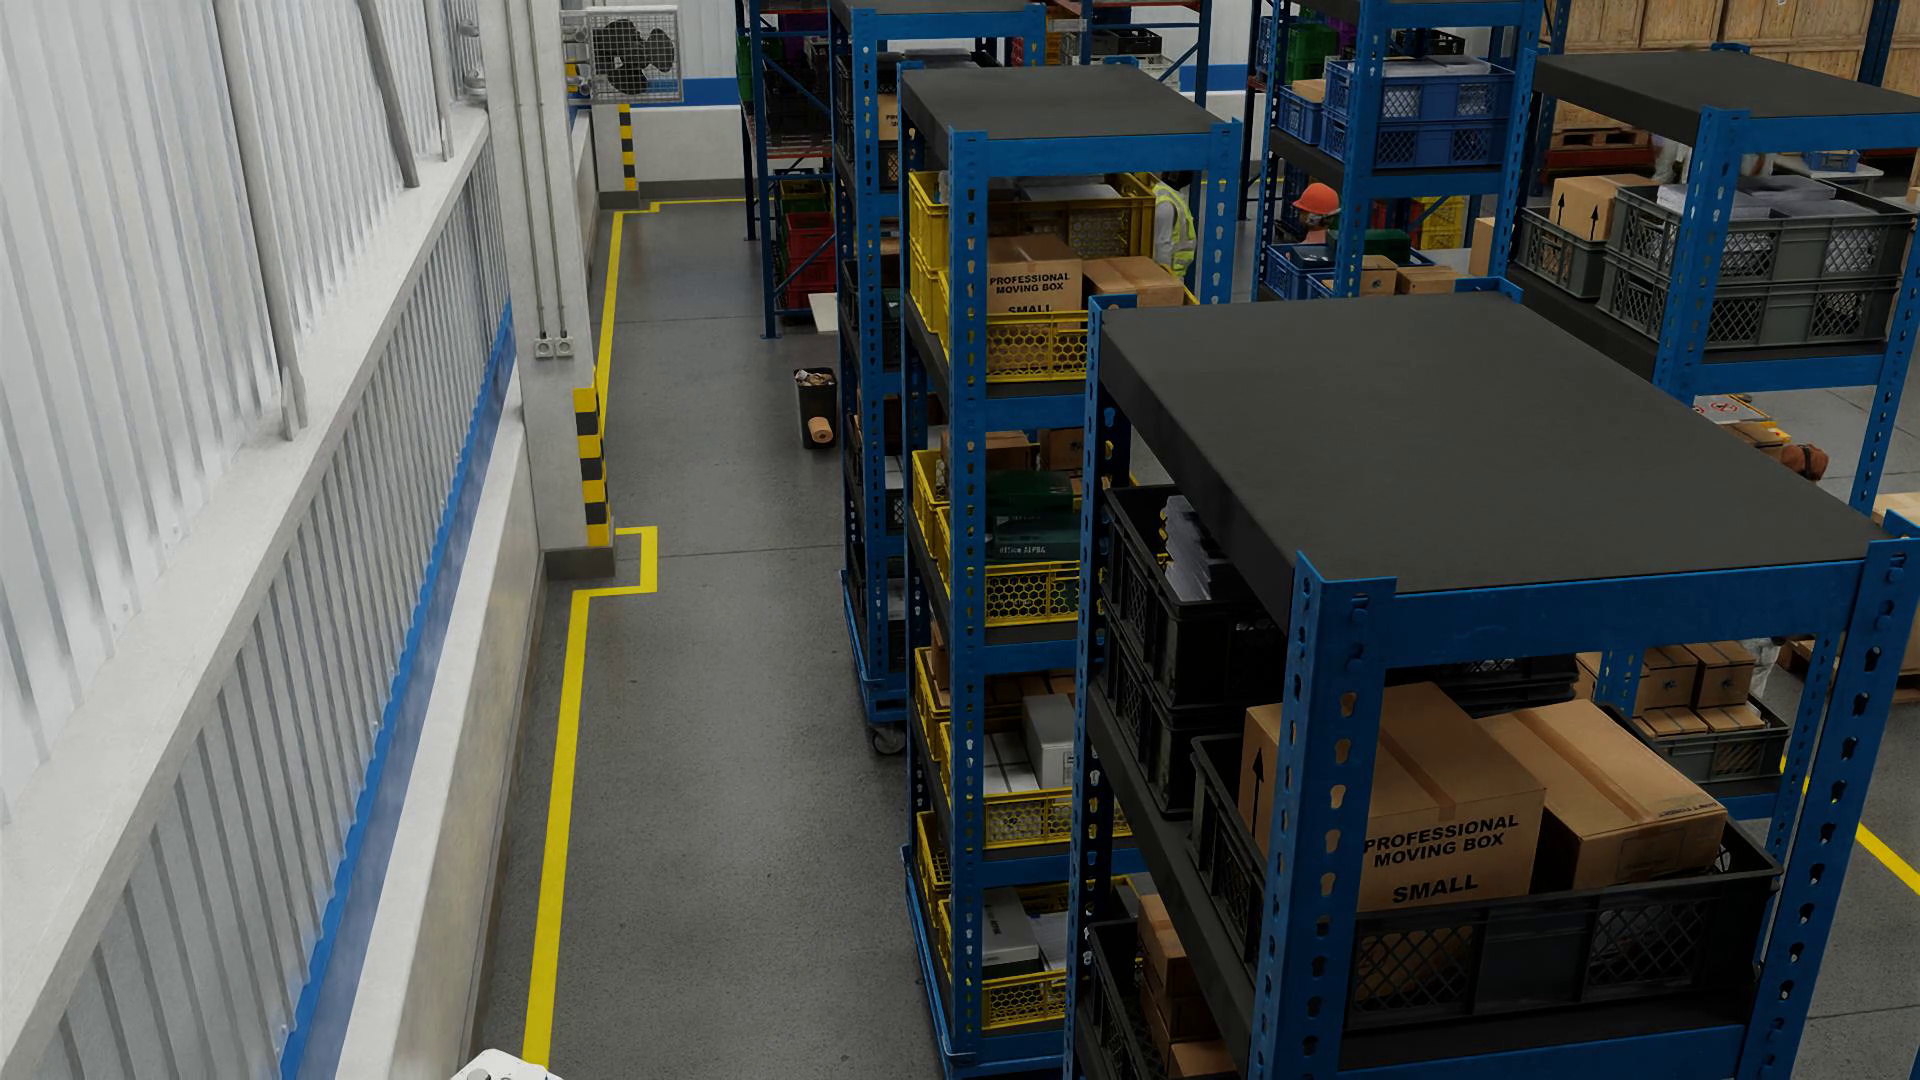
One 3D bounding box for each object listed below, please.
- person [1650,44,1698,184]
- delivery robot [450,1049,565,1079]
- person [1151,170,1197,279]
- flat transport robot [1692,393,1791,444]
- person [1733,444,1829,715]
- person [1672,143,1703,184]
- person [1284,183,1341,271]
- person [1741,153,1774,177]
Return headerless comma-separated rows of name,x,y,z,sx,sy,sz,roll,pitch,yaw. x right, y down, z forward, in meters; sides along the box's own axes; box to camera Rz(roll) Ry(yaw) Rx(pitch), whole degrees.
person,7.469,-4.211,17.448,0.519,1.930,0.679,21,32,37
delivery robot,-1.405,1.967,5.544,0.707,0.478,0.477,13,28,27
person,1.628,-2.133,13.050,0.429,1.836,0.631,4,25,10
flat transport robot,5.224,-0.859,12.132,1.431,0.197,0.652,-4,25,-8
person,3.851,0.303,7.991,0.310,1.631,0.509,-1,25,-2
person,7.500,-3.880,16.783,0.585,1.882,0.337,-3,25,-6
person,2.377,-1.435,11.333,0.622,1.995,0.374,-16,29,-31
person,7.511,-3.420,15.867,0.346,1.835,0.776,6,25,12
